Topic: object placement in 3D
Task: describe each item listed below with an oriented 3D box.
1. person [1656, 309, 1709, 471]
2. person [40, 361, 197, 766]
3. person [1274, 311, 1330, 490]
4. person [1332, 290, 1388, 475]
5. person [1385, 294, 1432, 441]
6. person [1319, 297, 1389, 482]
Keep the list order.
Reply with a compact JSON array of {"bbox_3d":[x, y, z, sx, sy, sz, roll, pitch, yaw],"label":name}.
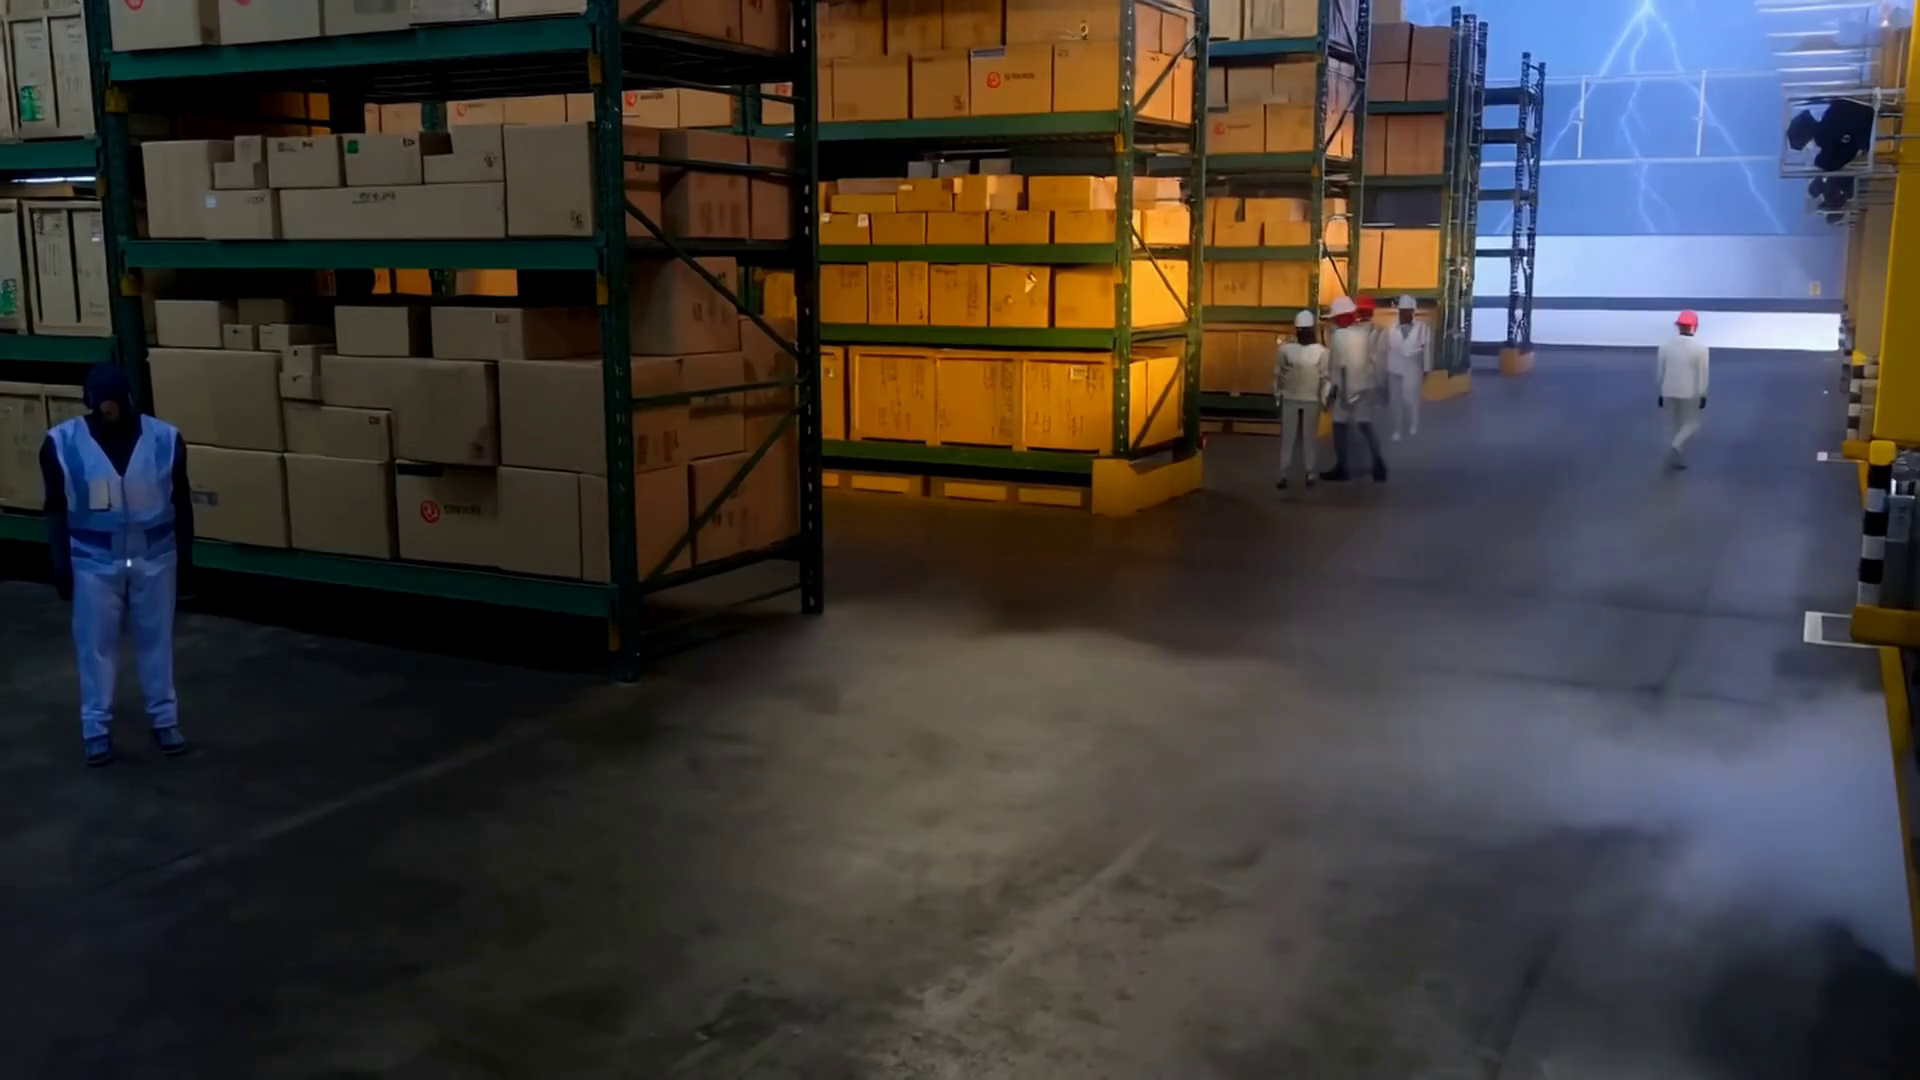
[{"bbox_3d":[7.679,-1.583,17.696,0.405,1.737,0.586,-8,13,-39],"label":"person"},{"bbox_3d":[-3.854,0.100,7.675,0.623,1.845,0.430,-7,12,-34],"label":"person"},{"bbox_3d":[3.362,-1.367,16.392,0.534,1.765,0.325,3,10,15],"label":"person"},{"bbox_3d":[4.220,-1.658,17.556,0.605,1.943,0.402,8,13,40],"label":"person"},{"bbox_3d":[5.567,-2.147,20.743,0.608,1.818,0.505,4,11,24],"label":"person"},{"bbox_3d":[4.050,-1.514,16.898,0.727,1.902,0.565,9,13,42],"label":"person"}]
